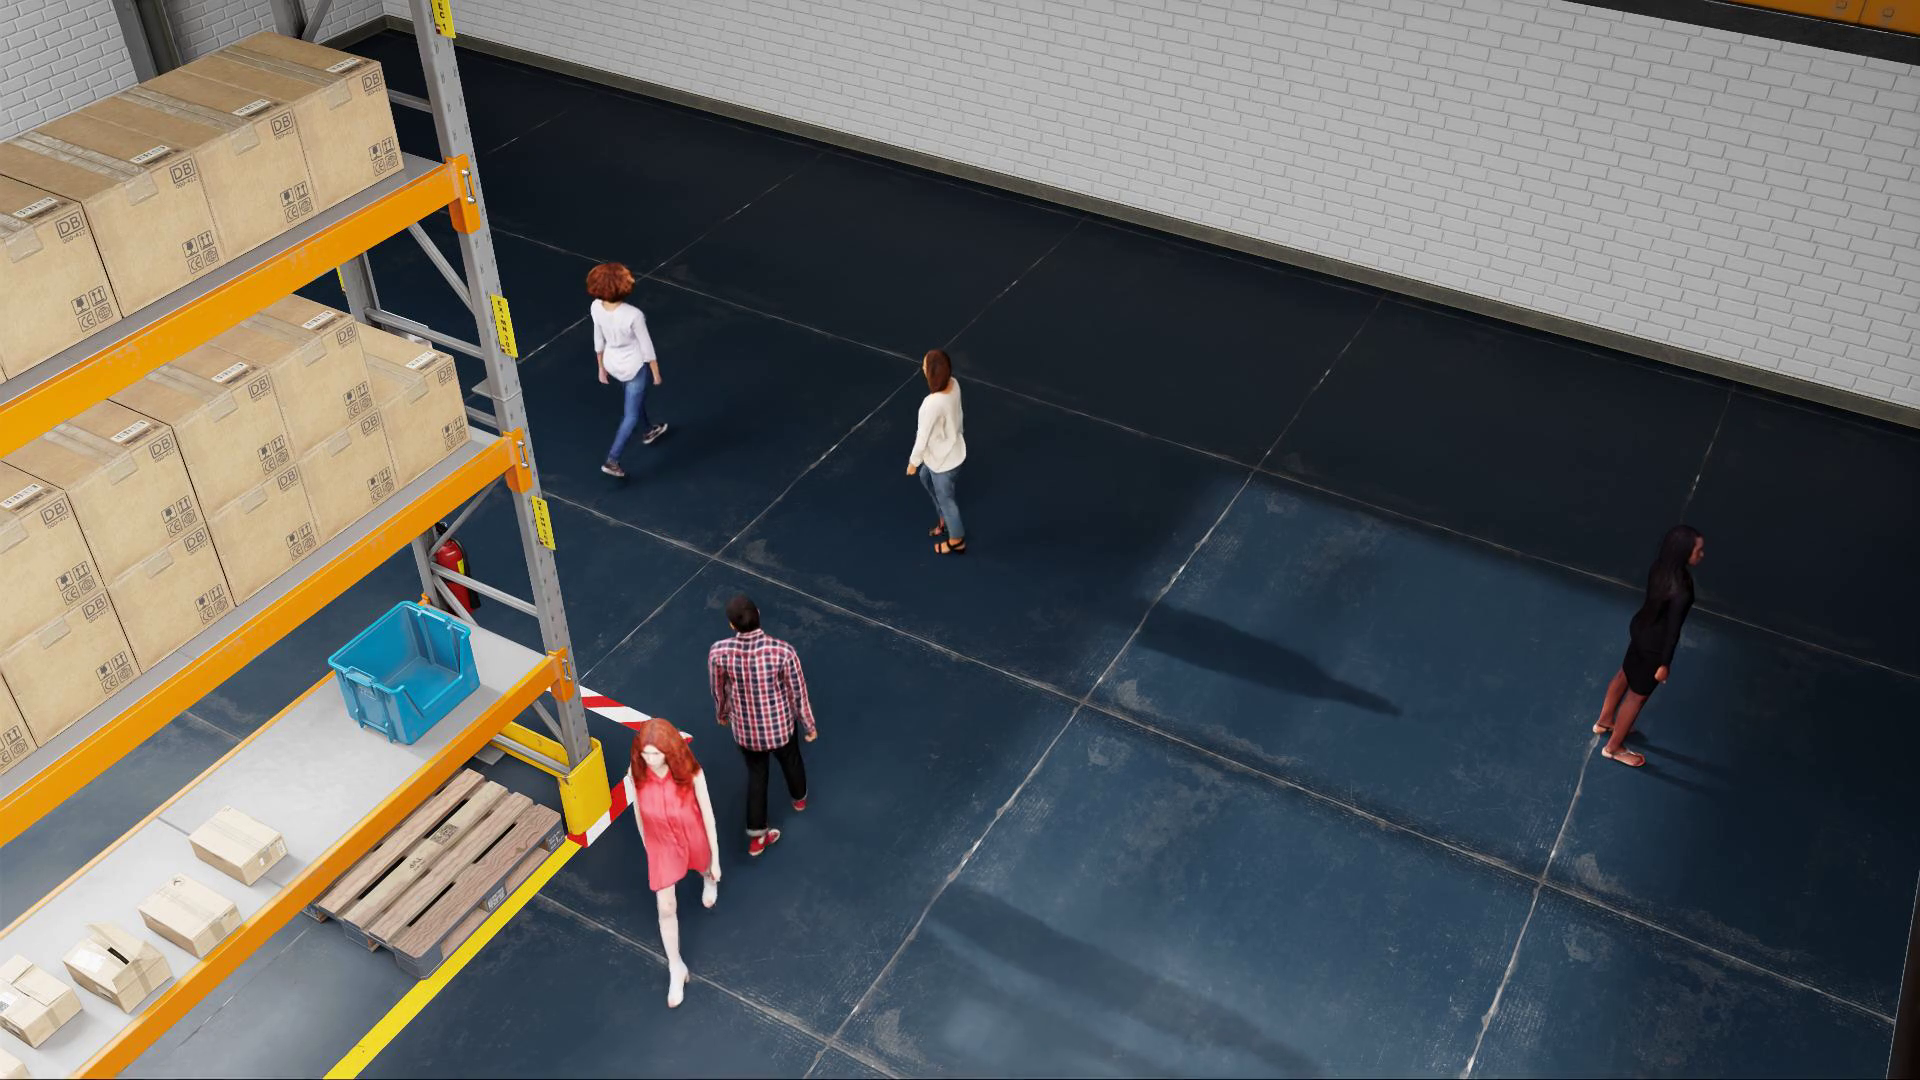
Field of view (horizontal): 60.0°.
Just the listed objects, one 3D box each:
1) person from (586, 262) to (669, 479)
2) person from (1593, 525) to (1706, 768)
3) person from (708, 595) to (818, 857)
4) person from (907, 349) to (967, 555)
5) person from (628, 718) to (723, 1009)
[{"bbox_3d":[-2.546,-1.259,12.457,0.625,1.685,1.097,20,43,23],"label":"person"},{"bbox_3d":[4.196,0.619,10.076,0.735,1.720,0.574,4,39,5],"label":"person"},{"bbox_3d":[-1.137,1.088,9.481,1.007,1.731,1.115,3,39,4],"label":"person"},{"bbox_3d":[-0.029,-0.577,11.615,0.760,1.670,0.630,9,40,12],"label":"person"},{"bbox_3d":[-1.458,1.558,8.848,0.971,1.785,1.206,1,39,1],"label":"person"}]
